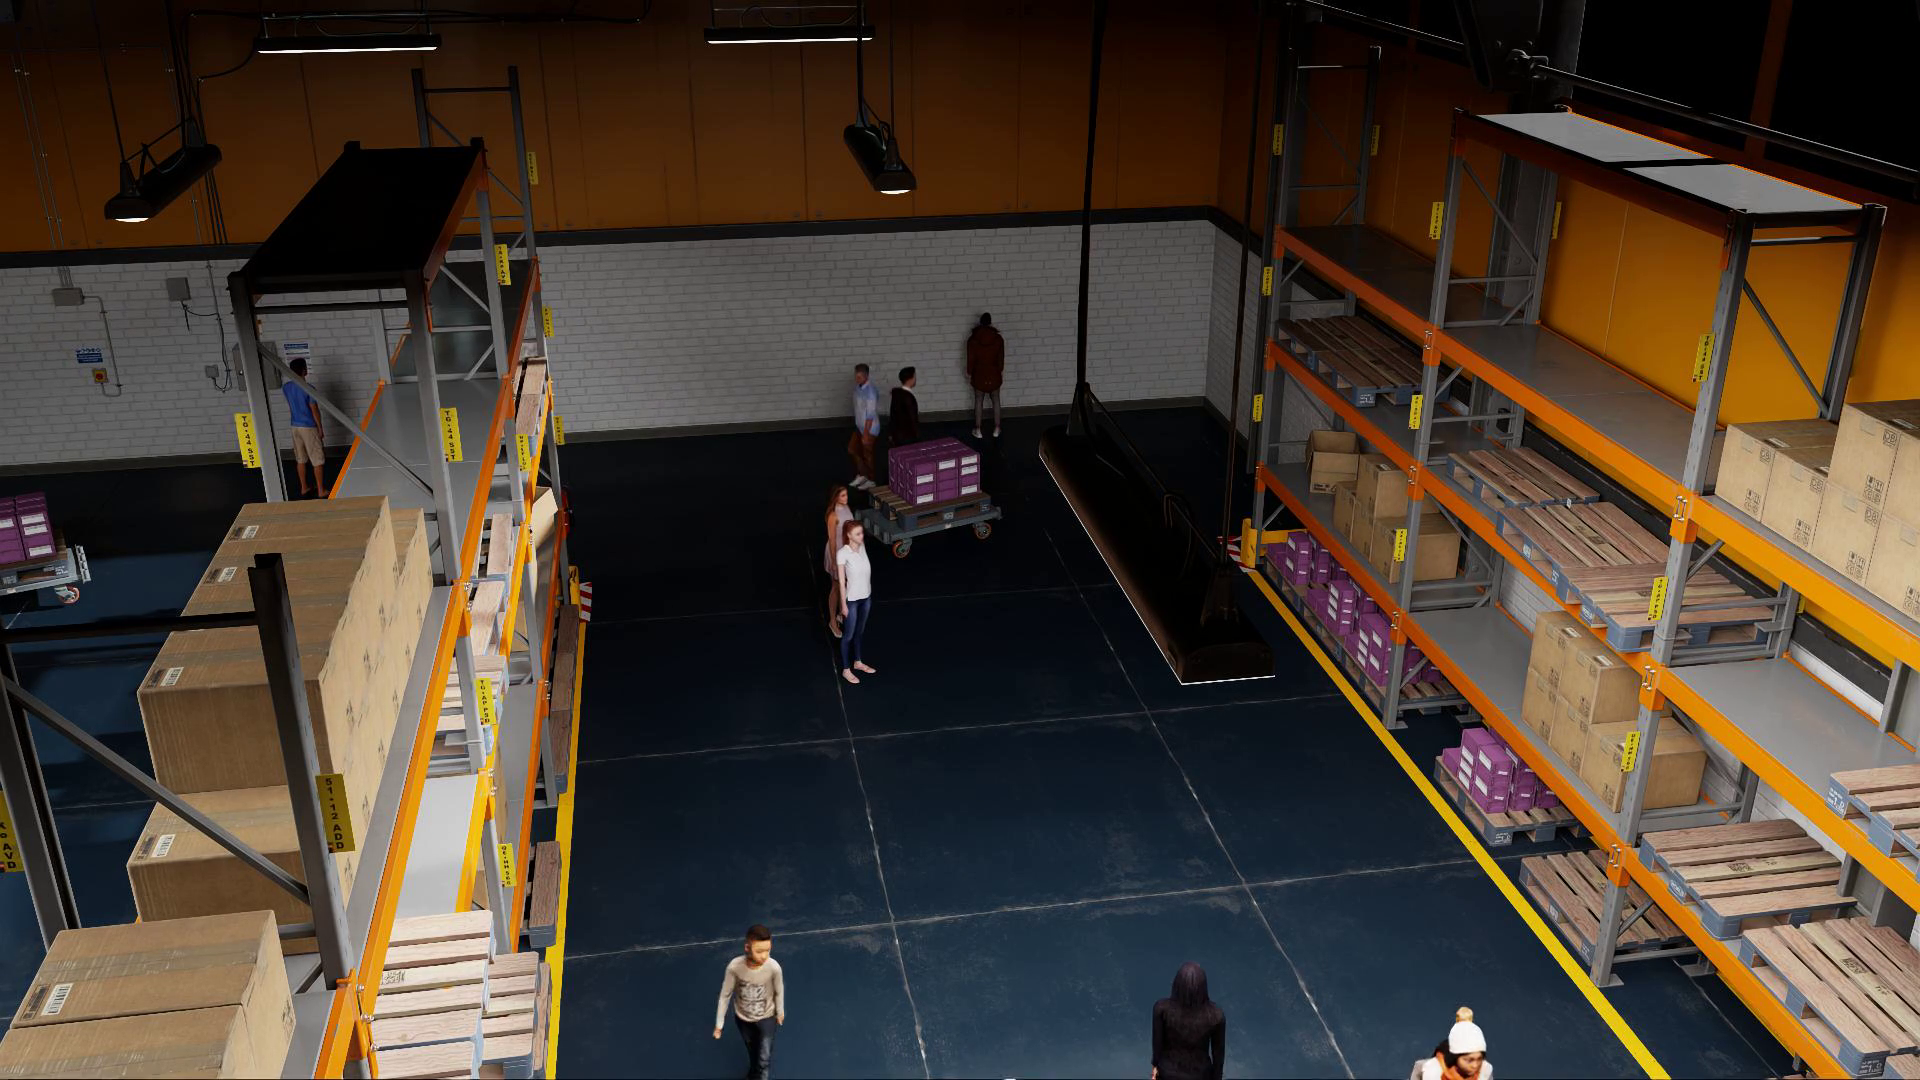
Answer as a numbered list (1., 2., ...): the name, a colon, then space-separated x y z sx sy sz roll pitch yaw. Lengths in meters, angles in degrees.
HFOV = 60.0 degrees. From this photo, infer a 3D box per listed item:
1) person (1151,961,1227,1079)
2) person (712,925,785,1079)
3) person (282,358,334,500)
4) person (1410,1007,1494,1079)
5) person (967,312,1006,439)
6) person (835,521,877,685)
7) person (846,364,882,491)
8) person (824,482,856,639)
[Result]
1. person: 1.425 3.477 10.601 0.726 1.709 0.781 4 24 9
2. person: -1.398 3.233 11.502 0.773 1.435 1.011 4 24 8
3. person: -8.553 -1.466 21.719 0.728 1.861 0.723 6 24 14
4. person: 2.896 3.593 10.135 0.752 1.871 0.854 -6 24 -13
5. person: 0.380 -2.363 23.799 0.698 1.839 0.682 -3 24 -7
6. person: -1.092 0.609 17.125 0.706 1.739 0.651 17 29 34
7. person: -1.160 -1.493 21.870 0.865 1.790 0.690 -9 25 -19
8. person: -1.302 0.198 18.030 0.742 1.769 0.675 13 27 27
